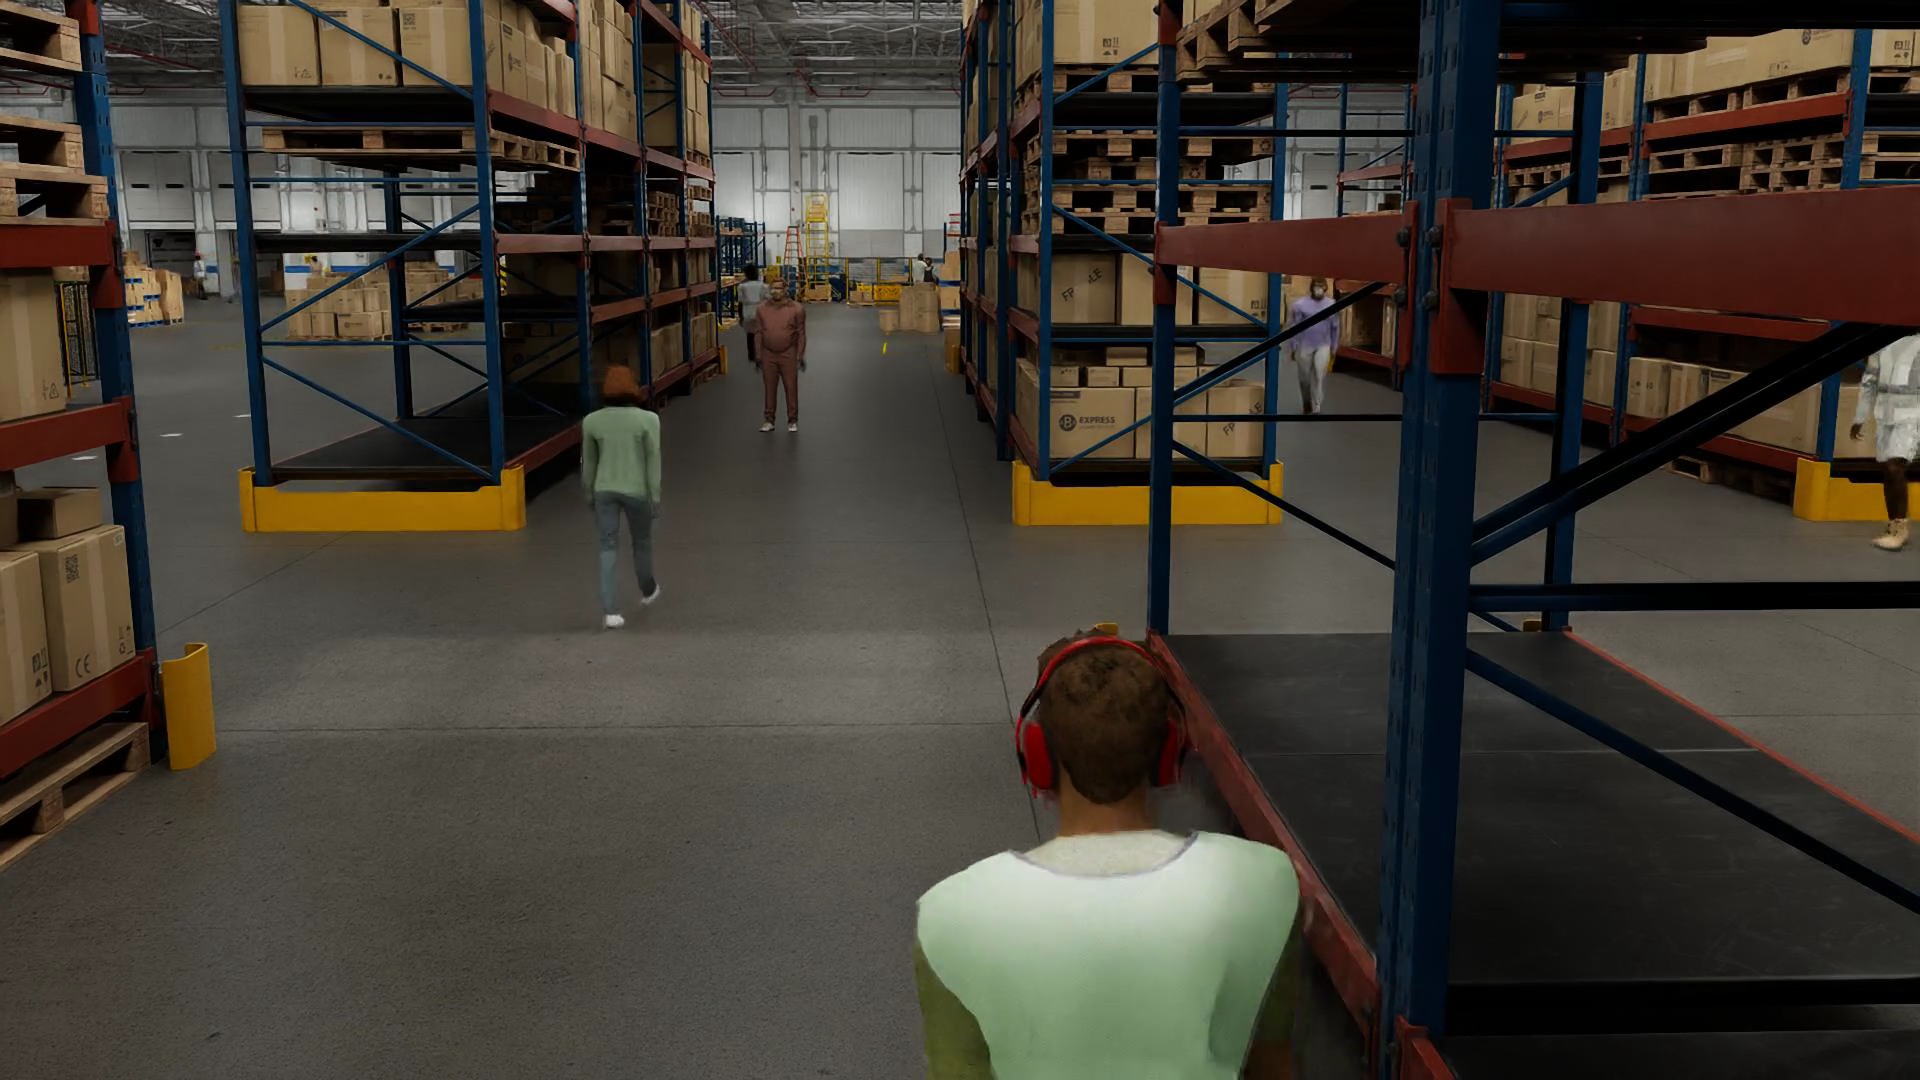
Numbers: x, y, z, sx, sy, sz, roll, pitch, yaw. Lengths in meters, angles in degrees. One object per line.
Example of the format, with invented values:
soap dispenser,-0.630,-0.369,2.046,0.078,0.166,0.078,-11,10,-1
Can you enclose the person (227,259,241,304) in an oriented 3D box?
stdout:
person,-27.420,-9.844,63.176,0.866,1.737,0.516,-2,10,-12

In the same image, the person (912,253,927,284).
person,-1.404,-9.073,58.291,0.635,1.936,0.353,8,13,38

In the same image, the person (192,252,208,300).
person,-30.877,-10.680,67.322,0.860,1.904,0.577,3,11,14

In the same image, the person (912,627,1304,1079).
person,0.225,1.031,2.374,0.580,1.817,0.911,-1,10,-5

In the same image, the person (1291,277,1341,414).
person,4.690,-2.544,21.955,0.637,1.921,0.754,2,10,12

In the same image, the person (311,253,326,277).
person,-25.935,-10.690,67.421,0.789,1.903,0.453,3,11,16

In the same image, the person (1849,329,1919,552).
person,7.073,-0.912,12.610,0.608,2.024,0.612,-4,11,-21

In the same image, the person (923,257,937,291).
person,-0.993,-8.357,54.598,0.511,1.840,0.340,7,13,36

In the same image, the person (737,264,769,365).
person,-3.934,-4.315,31.820,0.627,1.921,0.966,-2,10,-12

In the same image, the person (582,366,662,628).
person,-2.082,-0.284,10.305,0.513,1.579,0.893,0,10,2

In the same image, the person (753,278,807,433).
person,-2.222,-2.269,20.503,0.692,1.904,0.412,2,10,9
